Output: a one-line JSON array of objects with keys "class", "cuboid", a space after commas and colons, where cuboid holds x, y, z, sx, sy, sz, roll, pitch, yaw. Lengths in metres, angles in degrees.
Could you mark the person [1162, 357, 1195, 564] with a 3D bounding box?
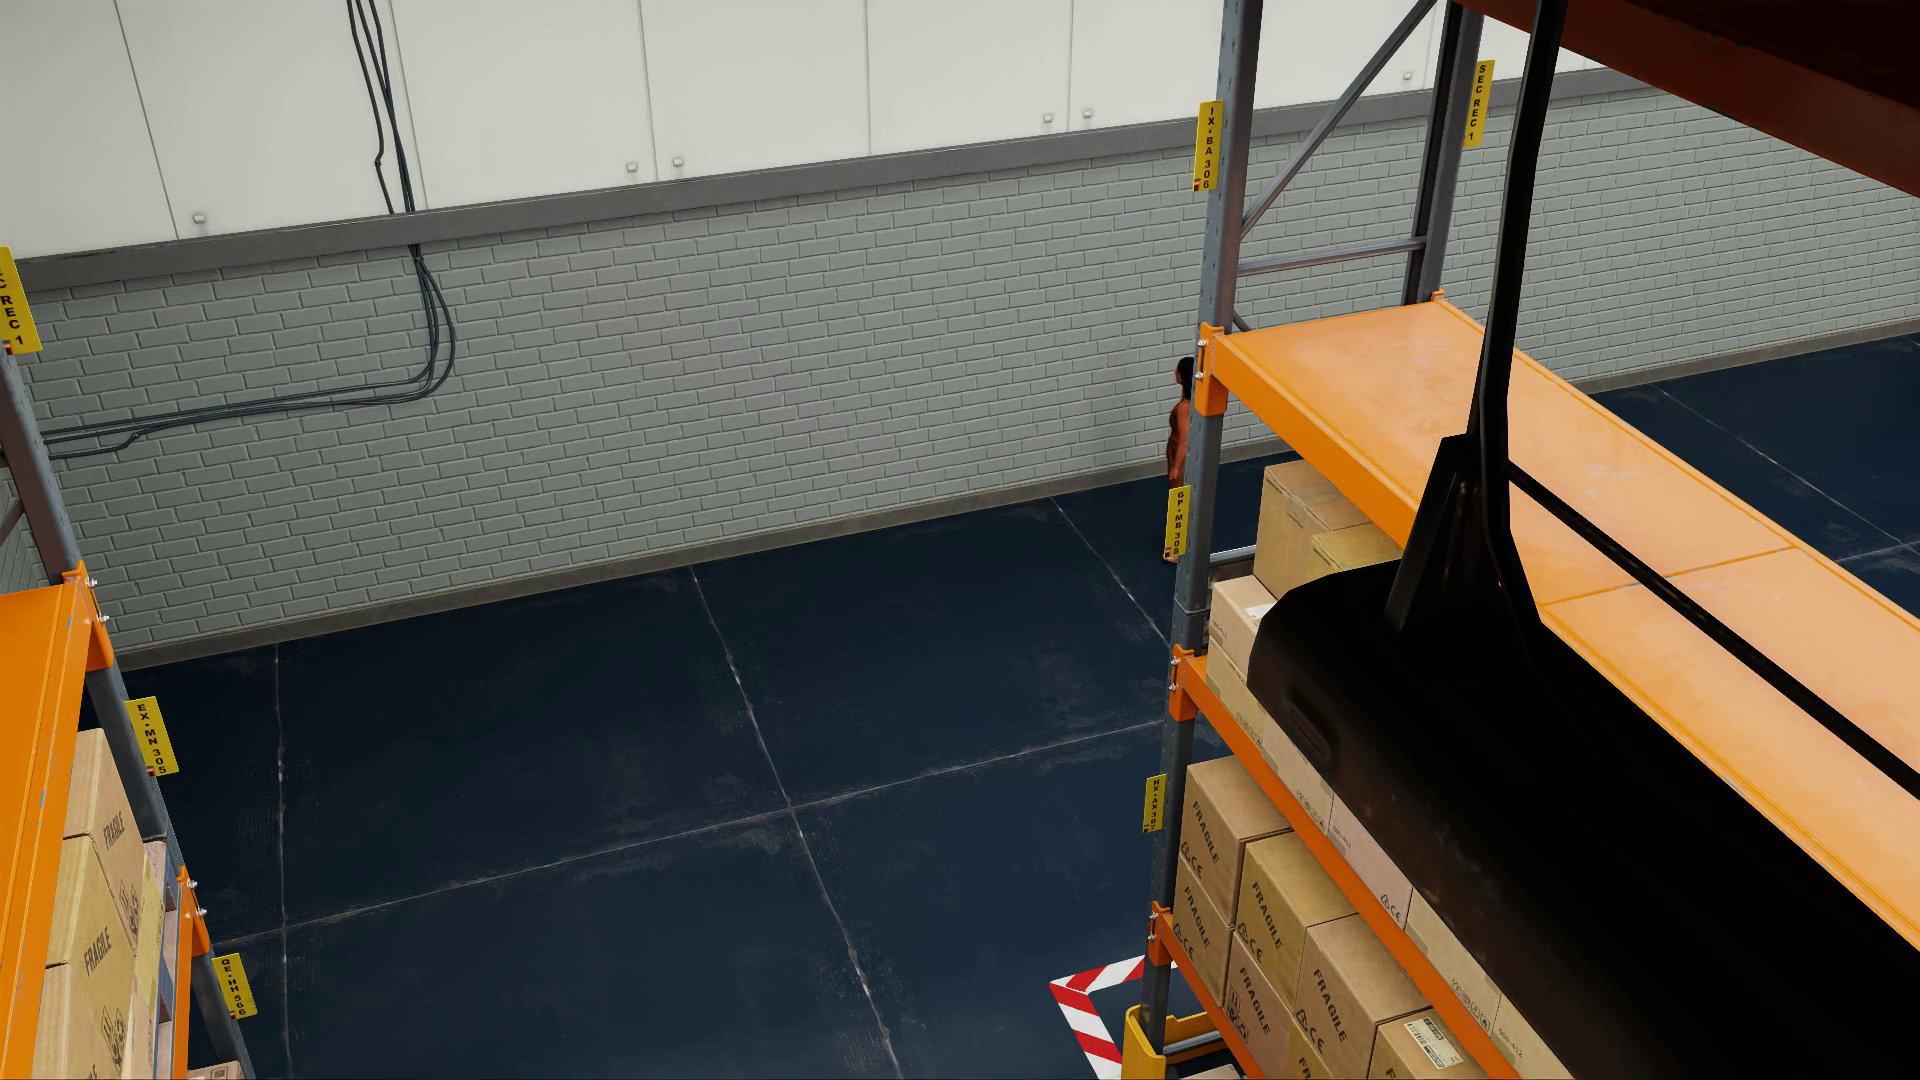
[{"class": "person", "cuboid": [1.683, -0.597, 12.433, 0.706, 1.688, 0.635, 12, 34, 18]}]
